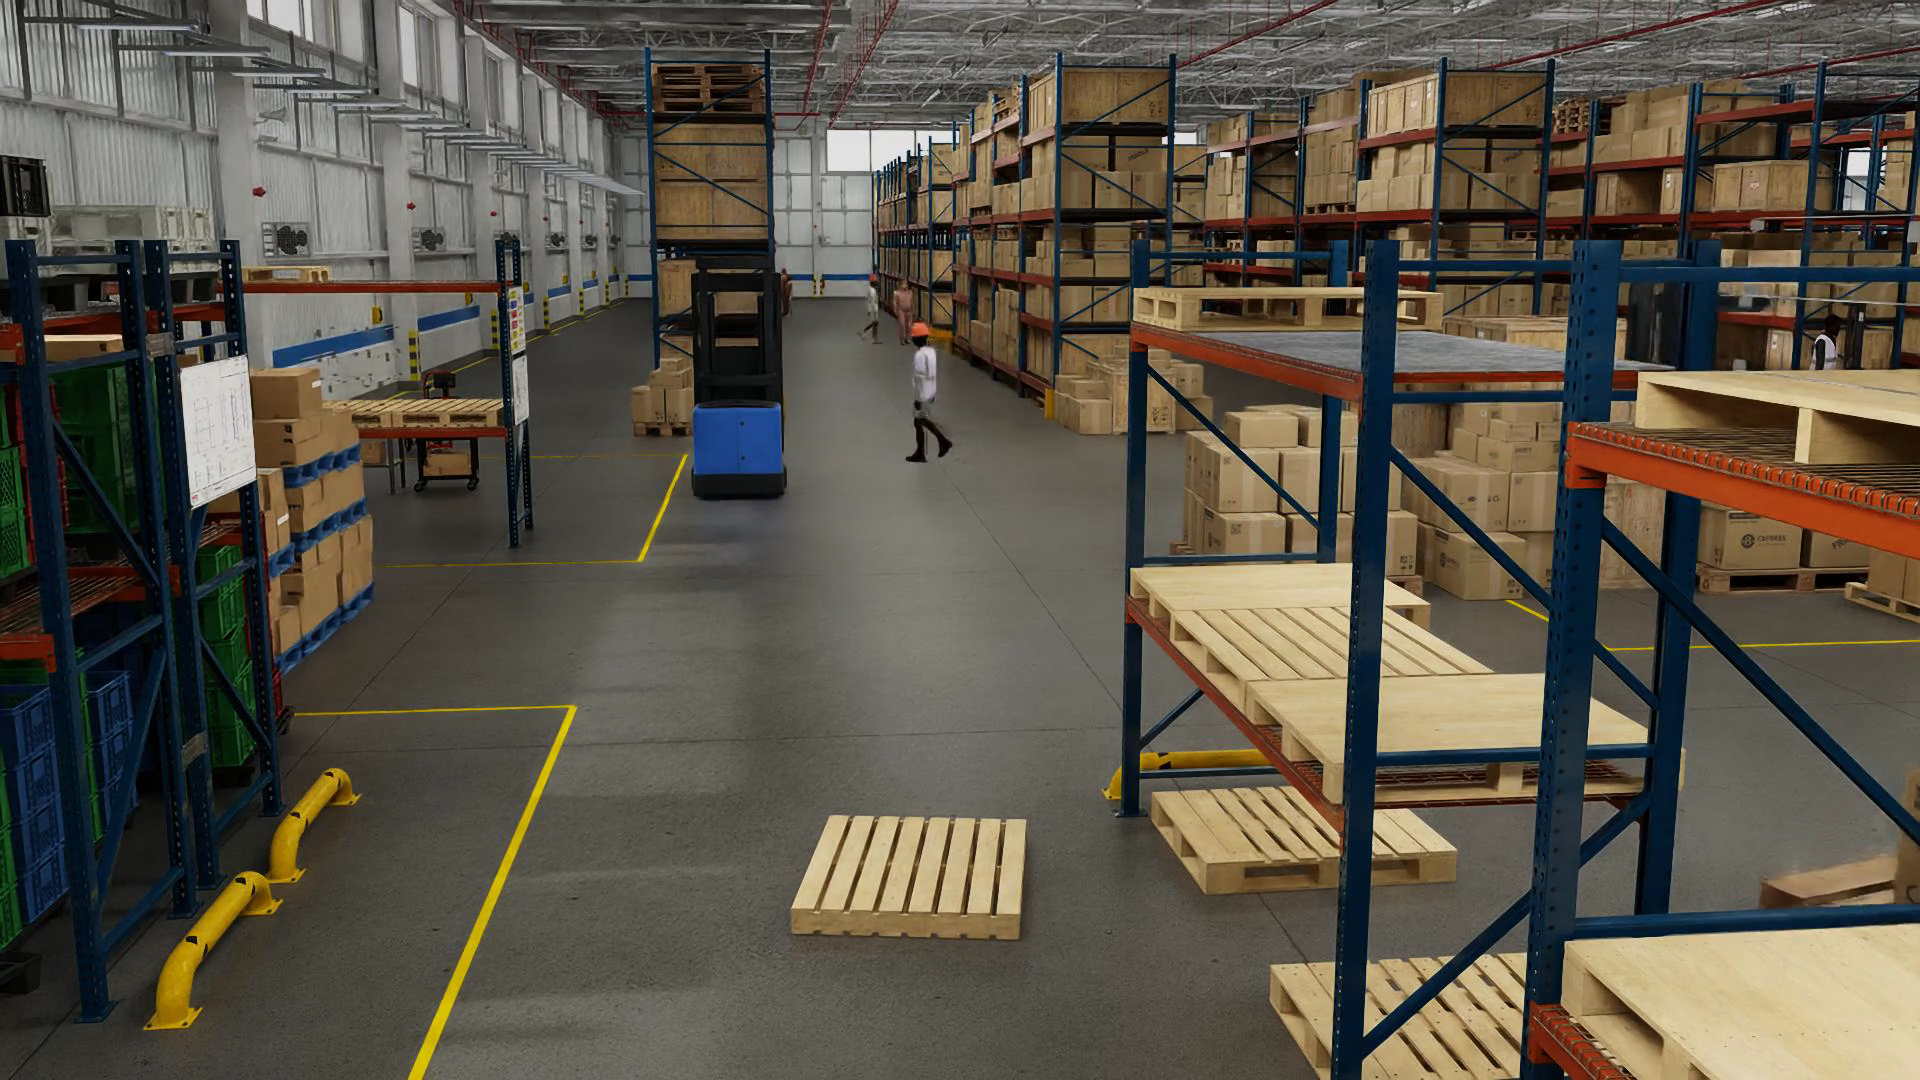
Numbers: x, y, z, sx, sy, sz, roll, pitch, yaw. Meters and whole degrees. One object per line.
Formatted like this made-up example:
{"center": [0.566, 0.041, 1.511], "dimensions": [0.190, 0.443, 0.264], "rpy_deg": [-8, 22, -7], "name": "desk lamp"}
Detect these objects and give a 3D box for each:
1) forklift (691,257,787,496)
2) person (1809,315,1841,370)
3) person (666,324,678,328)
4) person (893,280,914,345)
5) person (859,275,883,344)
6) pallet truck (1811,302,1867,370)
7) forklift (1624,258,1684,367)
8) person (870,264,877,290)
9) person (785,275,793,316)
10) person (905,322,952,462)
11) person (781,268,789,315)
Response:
{"center": [-2.687, -2.014, 20.092], "dimensions": [1.129, 2.768, 1.873], "rpy_deg": [-1, 10, -6], "name": "forklift"}
{"center": [13.132, -2.467, 25.301], "dimensions": [0.397, 1.911, 0.587], "rpy_deg": [10, 14, 43], "name": "person"}
{"center": [-7.494, -5.702, 43.808], "dimensions": [0.535, 1.697, 0.322], "rpy_deg": [-7, 12, -34], "name": "person"}
{"center": [-1.601, -6.589, 48.168], "dimensions": [0.687, 1.890, 0.503], "rpy_deg": [-6, 12, -32], "name": "person"}
{"center": [-2.603, -6.753, 48.724], "dimensions": [0.602, 2.026, 0.614], "rpy_deg": [-1, 10, -6], "name": "person"}
{"center": [15.846, -3.142, 28.793], "dimensions": [1.885, 1.965, 0.823], "rpy_deg": [2, 10, 12], "name": "pallet truck"}
{"center": [7.834, -1.788, 18.838], "dimensions": [1.873, 2.768, 1.129], "rpy_deg": [-1, 10, -7], "name": "forklift"}
{"center": [-3.957, -12.050, 78.416], "dimensions": [0.877, 1.893, 0.645], "rpy_deg": [-3, 11, -17], "name": "person"}
{"center": [-6.874, -9.849, 66.948], "dimensions": [0.307, 1.641, 0.514], "rpy_deg": [-1, 10, -4], "name": "person"}
{"center": [-0.457, -2.003, 22.671], "dimensions": [0.542, 1.924, 0.553], "rpy_deg": [4, 11, 23], "name": "person"}
{"center": [-7.104, -10.034, 67.239], "dimensions": [0.399, 1.905, 0.642], "rpy_deg": [5, 11, 25], "name": "person"}
